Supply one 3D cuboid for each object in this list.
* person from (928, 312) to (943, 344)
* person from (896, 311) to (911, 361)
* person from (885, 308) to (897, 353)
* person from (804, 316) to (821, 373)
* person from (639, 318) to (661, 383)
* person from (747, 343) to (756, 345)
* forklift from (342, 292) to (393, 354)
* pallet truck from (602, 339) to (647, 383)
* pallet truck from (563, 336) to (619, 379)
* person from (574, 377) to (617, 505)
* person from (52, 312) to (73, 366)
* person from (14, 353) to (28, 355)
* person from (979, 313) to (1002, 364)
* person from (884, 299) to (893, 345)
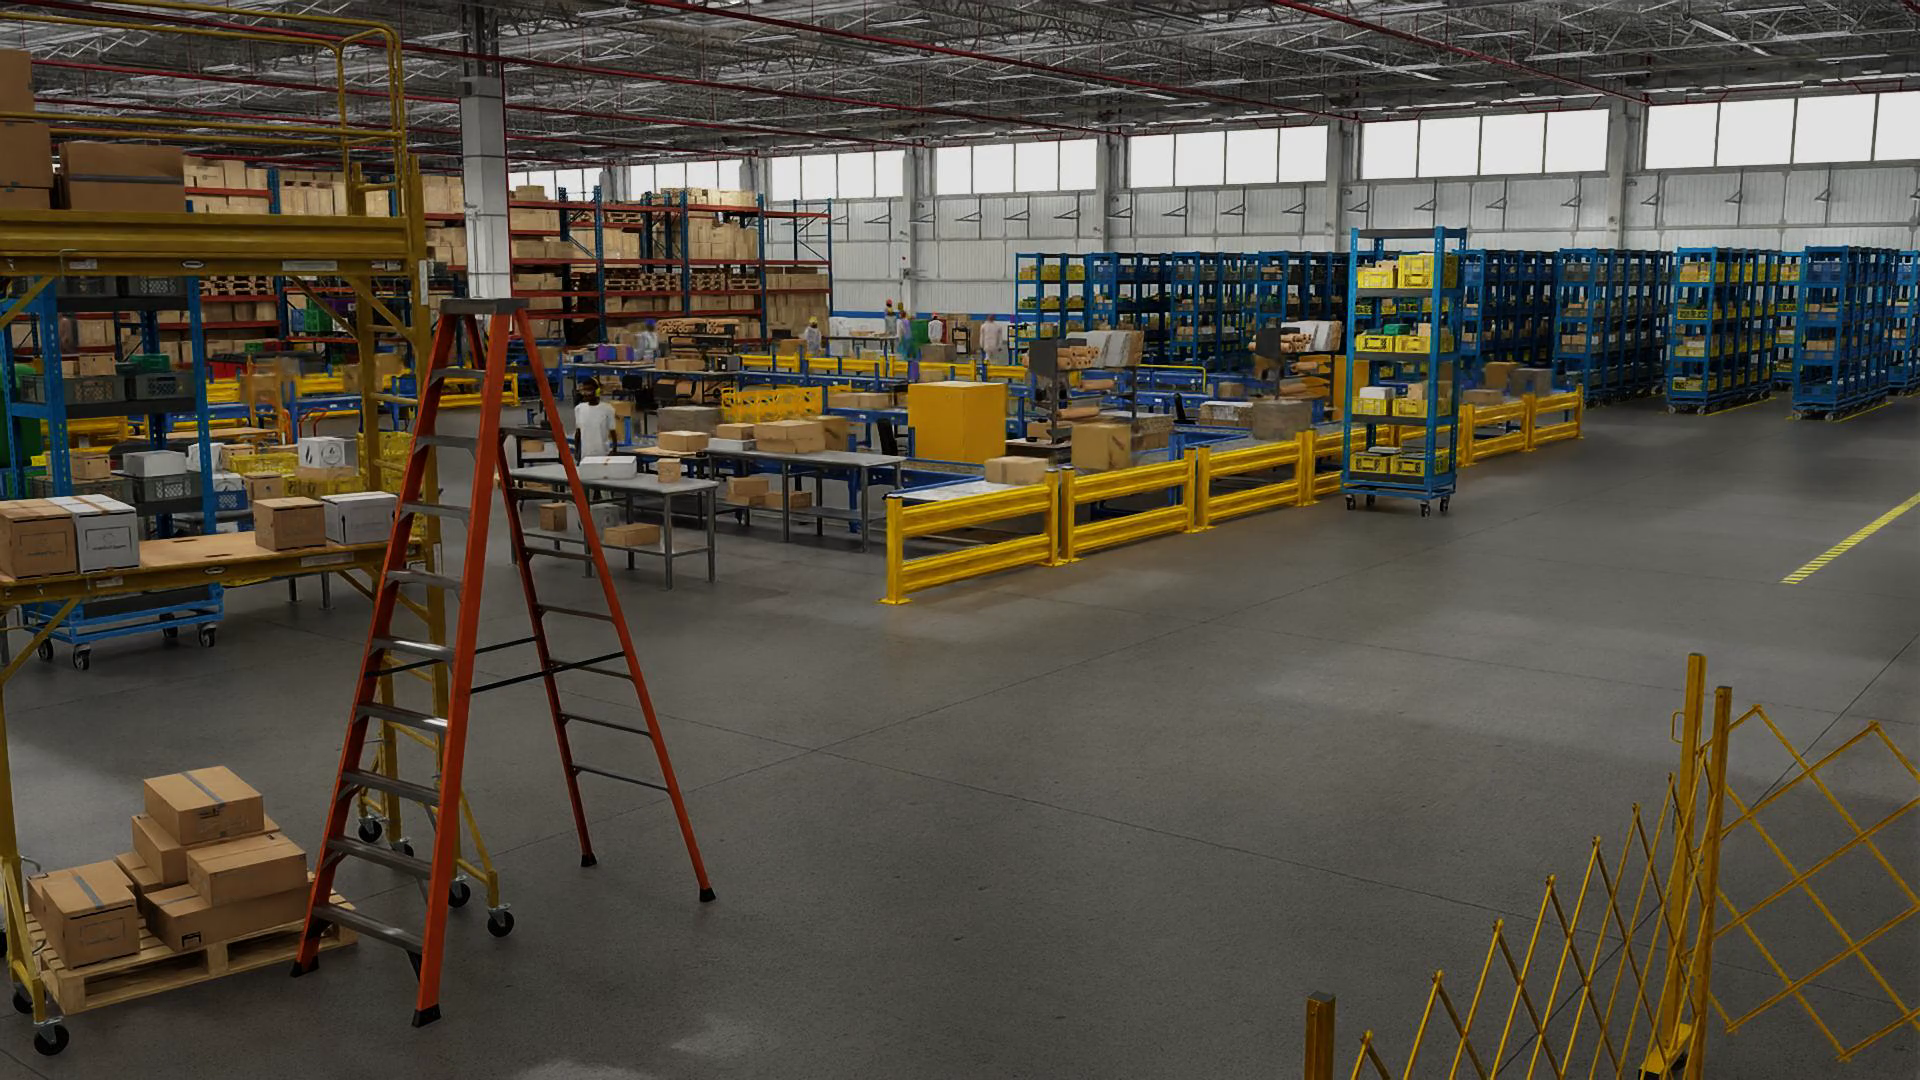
[{"bbox_3d":[-0.849,-6.839,56.221,0.561,1.752,0.324,-6,11,-35],"label":"person"},{"bbox_3d":[-1.842,-6.590,54.426,0.455,1.826,0.590,3,10,19],"label":"person"},{"bbox_3d":[-2.603,-8.029,63.755,0.511,1.704,0.857,-3,10,-18],"label":"person"},{"bbox_3d":[-4.287,-5.579,48.168,0.648,1.820,0.606,8,12,40],"label":"person"},{"bbox_3d":[-7.652,-4.546,41.346,0.538,1.928,0.644,5,10,28],"label":"person"},{"bbox_3d":[-8.665,-8.821,68.228,0.641,1.877,0.748,7,11,37],"label":"person"},{"bbox_3d":[-16.485,-5.622,45.120,1.129,2.768,1.873,7,11,37],"label":"forklift"},{"bbox_3d":[-8.991,-4.871,45.351,0.653,1.274,1.630,7,11,37],"label":"pallet truck"},{"bbox_3d":[-10.690,-5.294,48.215,1.601,1.201,0.680,-5,10,-26],"label":"pallet truck"},{"bbox_3d":[-4.168,-0.932,19.008,0.535,1.865,0.312,2,9,9],"label":"person"},{"bbox_3d":[-29.400,-6.622,54.506,0.648,1.874,0.870,1,9,9],"label":"person"},{"bbox_3d":[-34.531,-7.757,61.104,0.642,2.019,0.688,7,11,36],"label":"person"},{"bbox_3d":[0.886,-5.656,48.475,0.648,1.878,0.846,-1,9,-4],"label":"person"},{"bbox_3d":[-3.023,-9.235,70.606,0.358,1.938,0.542,-4,10,-23],"label":"person"}]
